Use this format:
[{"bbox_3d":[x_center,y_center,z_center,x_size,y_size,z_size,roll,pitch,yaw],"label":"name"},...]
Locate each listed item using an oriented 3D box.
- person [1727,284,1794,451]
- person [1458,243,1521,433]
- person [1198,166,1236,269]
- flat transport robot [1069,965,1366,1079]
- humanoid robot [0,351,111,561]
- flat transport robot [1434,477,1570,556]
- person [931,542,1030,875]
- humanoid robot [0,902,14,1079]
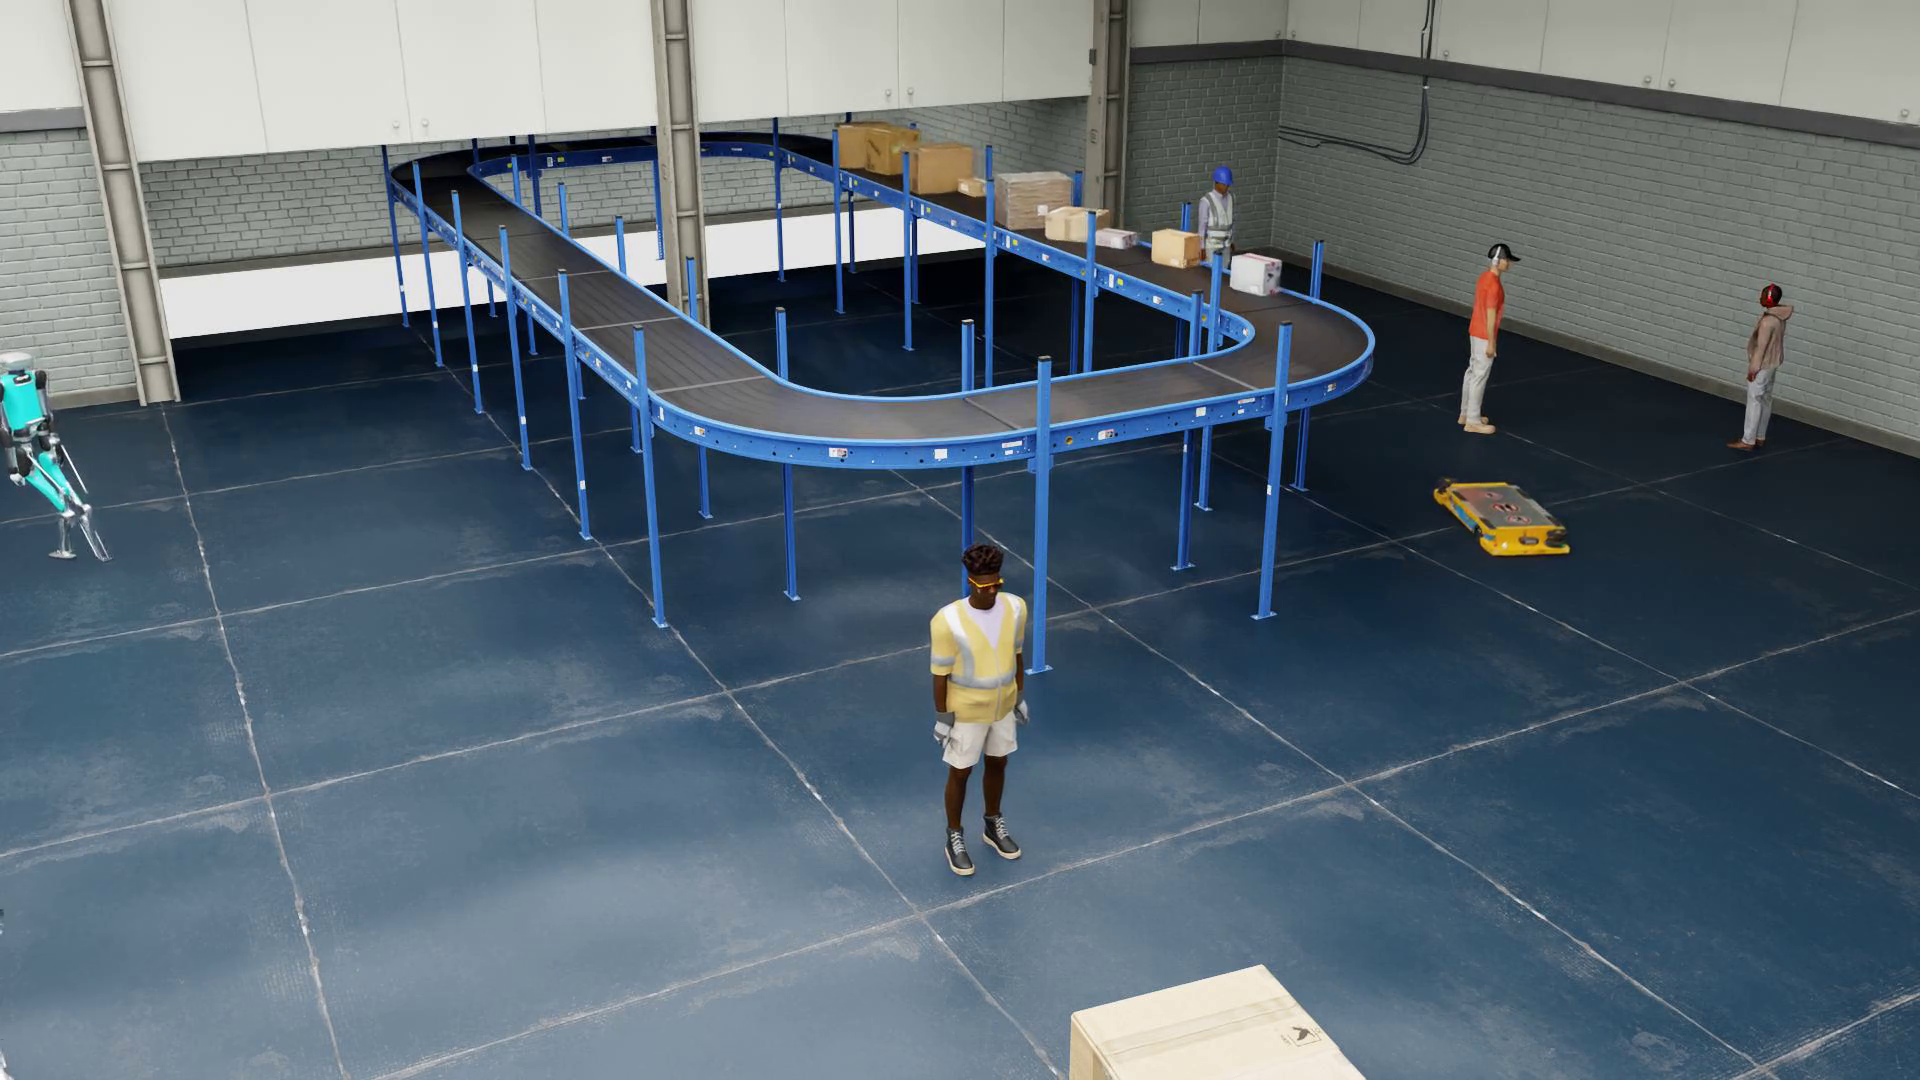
[{"bbox_3d":[7.815,-1.675,16.179,0.325,1.648,0.464,20,30,41],"label":"person"},{"bbox_3d":[5.321,-2.035,16.720,0.407,1.909,0.477,2,22,5],"label":"person"},{"bbox_3d":[3.220,-3.714,20.842,0.616,1.934,0.412,-17,28,-36],"label":"person"},{"bbox_3d":[1.106,2.792,6.974,1.431,0.231,0.659,-8,23,-20],"label":"flat transport robot"},{"bbox_3d":[-7.336,-0.577,13.499,0.717,1.902,0.541,7,23,16],"label":"humanoid robot"},{"bbox_3d":[4.669,-0.209,14.393,0.659,0.231,1.431,-2,22,-4],"label":"flat transport robot"},{"bbox_3d":[0.123,0.928,9.320,0.614,1.963,0.361,-13,25,-29],"label":"person"},{"bbox_3d":[-4.852,1.721,7.713,0.905,1.798,0.558,17,28,36],"label":"humanoid robot"}]
